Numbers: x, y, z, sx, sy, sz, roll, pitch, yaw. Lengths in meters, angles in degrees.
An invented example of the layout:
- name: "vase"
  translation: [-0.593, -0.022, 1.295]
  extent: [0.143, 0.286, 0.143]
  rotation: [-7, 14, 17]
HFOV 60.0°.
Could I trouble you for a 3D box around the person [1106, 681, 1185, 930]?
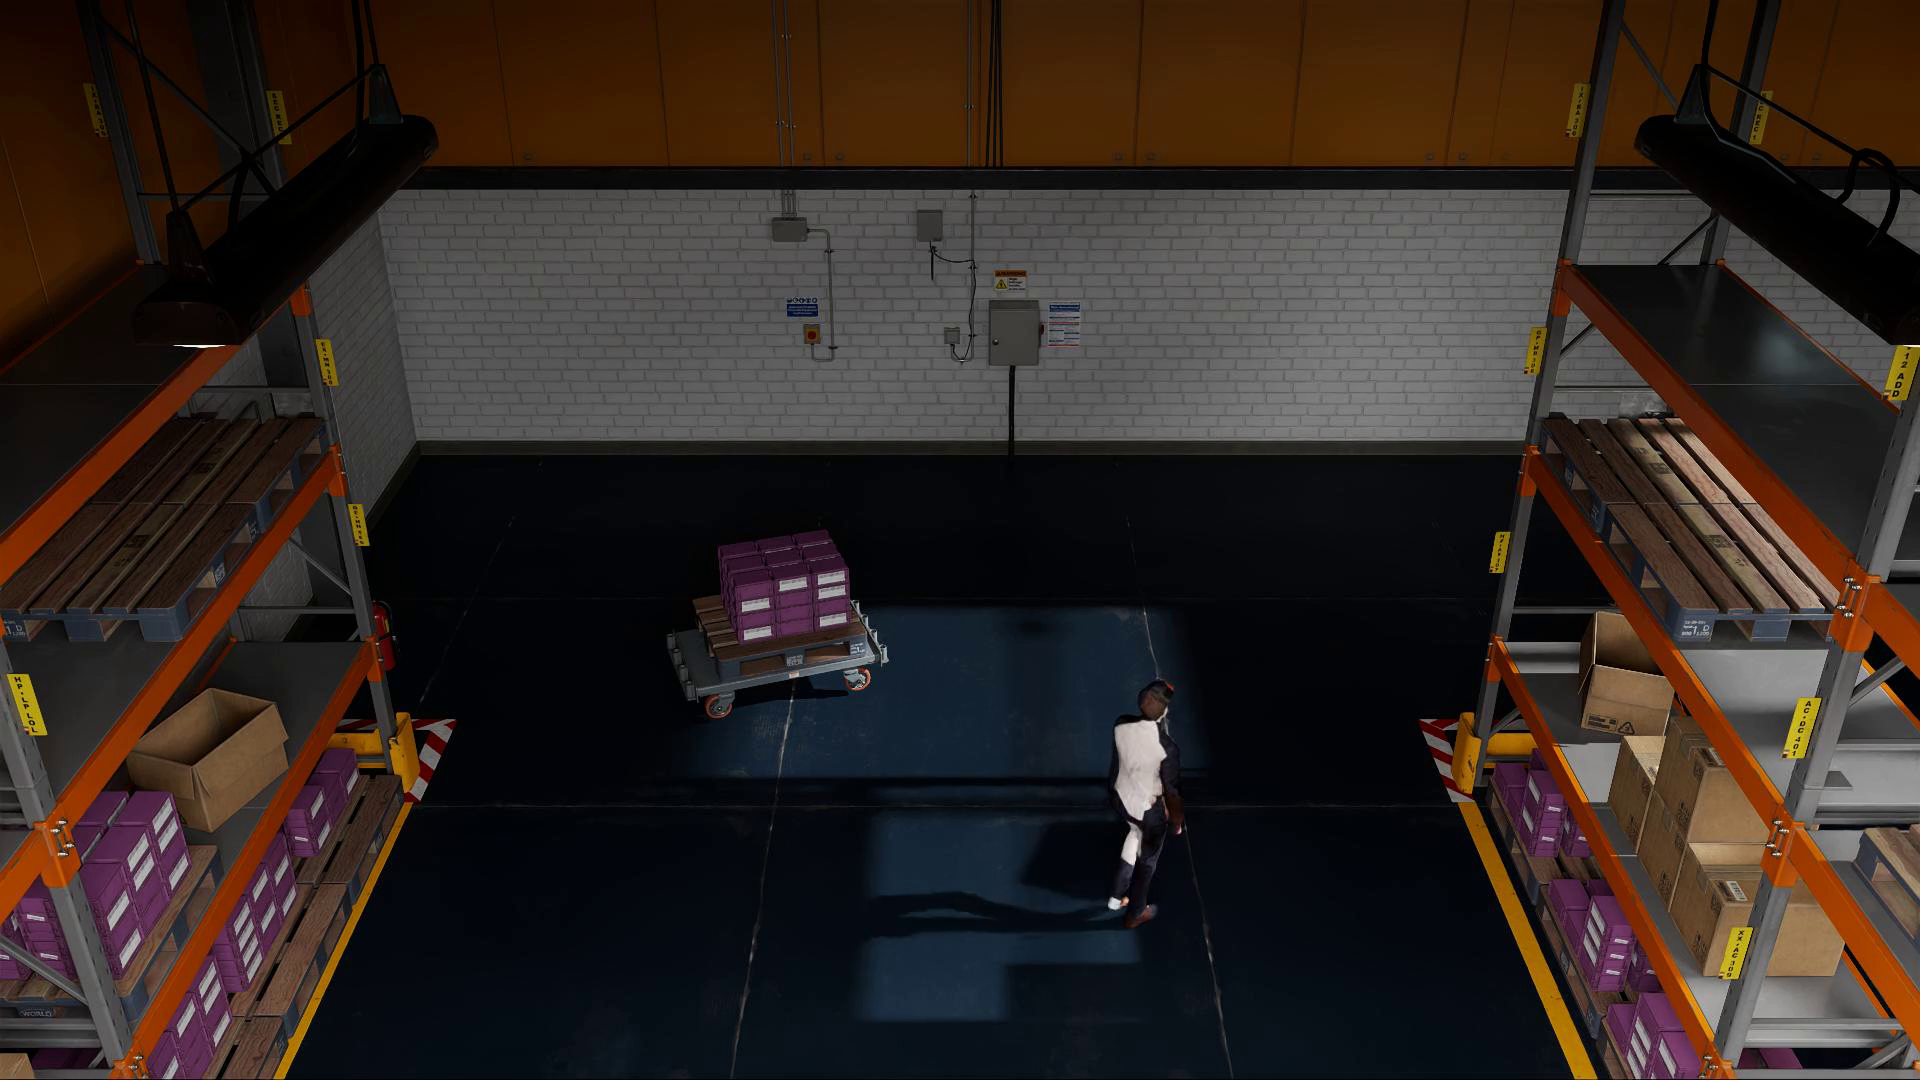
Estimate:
- name: "person"
  translation: [1.114, 1.744, 10.683]
  extent: [0.903, 1.879, 0.836]
  rotation: [-24, 37, -37]
